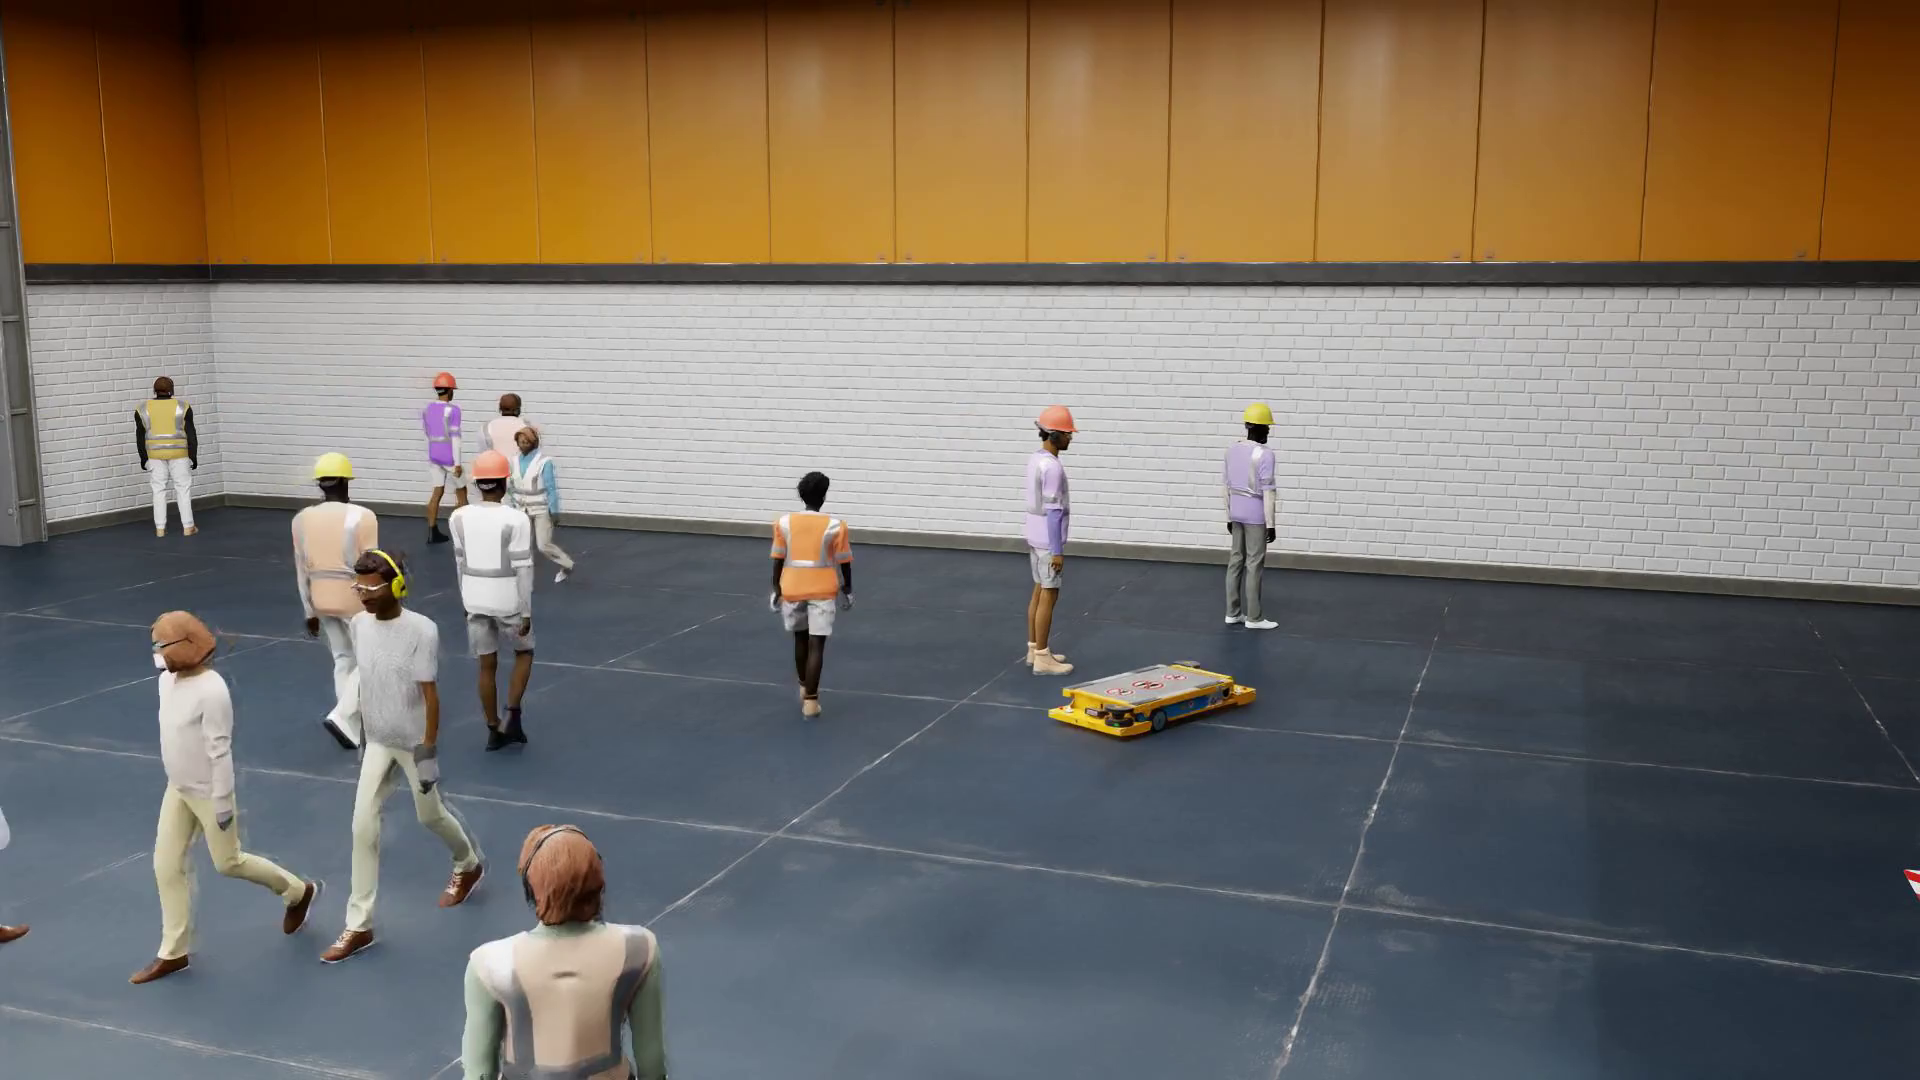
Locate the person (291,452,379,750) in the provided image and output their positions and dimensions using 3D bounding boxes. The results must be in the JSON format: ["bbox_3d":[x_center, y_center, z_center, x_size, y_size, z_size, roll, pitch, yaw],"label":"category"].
[{"bbox_3d":[-3.905,0.407,10.463,0.622,1.902,0.569,2,9,14],"label":"person"}]

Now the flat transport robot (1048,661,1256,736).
[{"bbox_3d":[1.335,1.070,11.403,1.431,0.197,0.652,-8,12,-42],"label":"flat transport robot"}]

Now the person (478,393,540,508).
[{"bbox_3d":[-4.521,-0.570,16.753,0.636,1.825,0.508,0,9,1],"label":"person"}]

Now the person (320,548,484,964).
[{"bbox_3d":[-2.551,0.915,7.628,0.532,1.817,0.993,3,10,20],"label":"person"}]

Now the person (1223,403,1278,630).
[{"bbox_3d":[2.492,-0.204,14.183,0.386,1.926,0.591,-5,11,-30],"label":"person"}]

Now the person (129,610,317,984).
[{"bbox_3d":[-3.252,1.077,7.273,0.502,1.598,0.770,7,11,35],"label":"person"}]

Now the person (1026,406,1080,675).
[{"bbox_3d":[0.703,0.000,12.591,0.397,2.034,0.606,-1,9,-9],"label":"person"}]

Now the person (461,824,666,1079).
[{"bbox_3d":[-1.002,1.538,4.283,0.536,1.625,0.414,-4,10,-25],"label":"person"}]

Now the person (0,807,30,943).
[{"bbox_3d":[-4.452,0.949,7.266,0.545,1.851,0.539,7,12,39],"label":"person"}]

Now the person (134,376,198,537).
[{"bbox_3d":[-9.104,-0.959,19.137,0.633,1.842,0.429,-3,10,-16],"label":"person"}]

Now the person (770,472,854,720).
[{"bbox_3d":[-0.993,0.355,11.482,0.557,1.661,0.757,2,9,12],"label":"person"}]

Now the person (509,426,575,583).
[{"bbox_3d":[-3.964,-0.288,15.690,0.554,1.607,0.639,4,10,23],"label":"person"}]

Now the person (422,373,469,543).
[{"bbox_3d":[-5.759,-0.929,18.765,0.563,1.913,0.735,5,10,26],"label":"person"}]

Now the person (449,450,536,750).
[{"bbox_3d":[-2.937,0.389,10.533,0.550,1.926,0.374,1,9,8],"label":"person"}]
